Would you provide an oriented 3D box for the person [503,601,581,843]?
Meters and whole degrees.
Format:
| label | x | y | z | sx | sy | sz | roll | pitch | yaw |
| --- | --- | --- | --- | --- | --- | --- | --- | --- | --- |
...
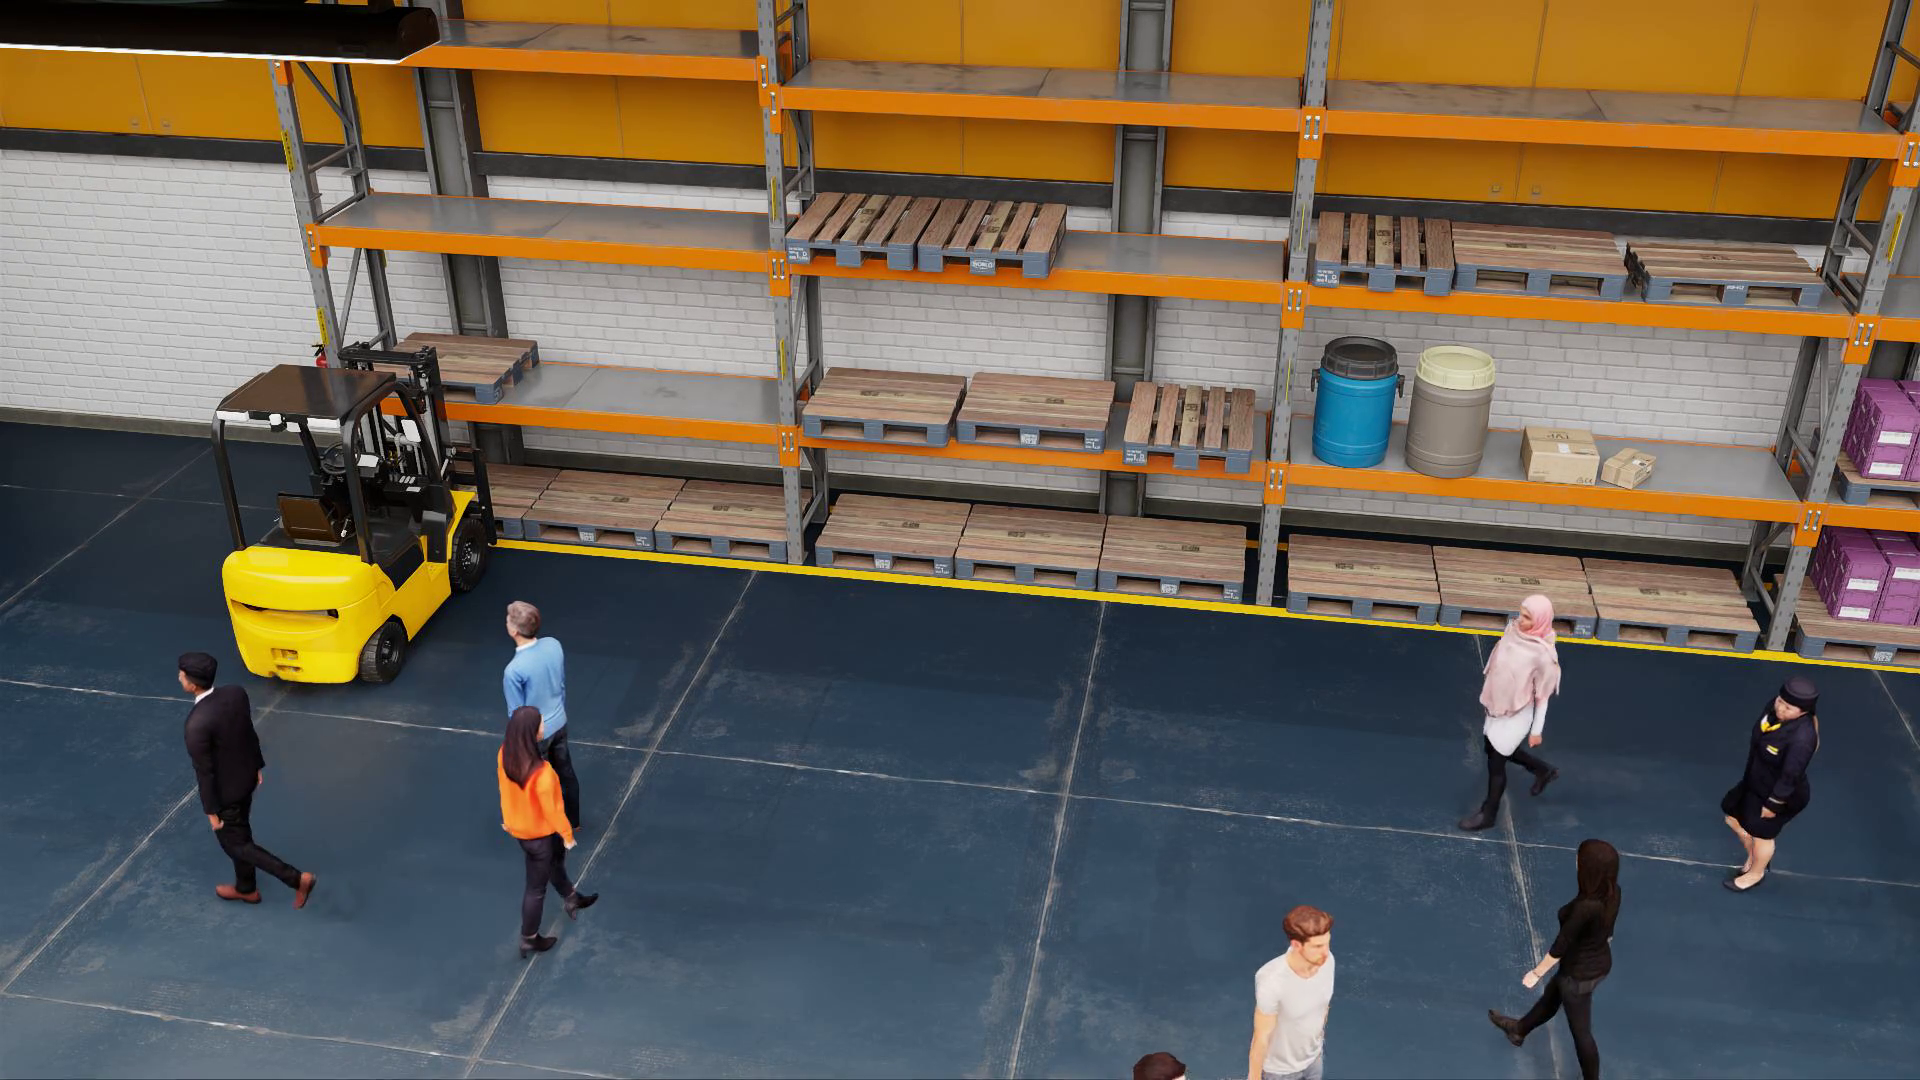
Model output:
| label | x | y | z | sx | sy | sz | roll | pitch | yaw |
| --- | --- | --- | --- | --- | --- | --- | --- | --- | --- |
| person | -2.697 | 1.183 | 10.695 | 0.675 | 1.820 | 0.716 | 14 | 32 | 24 |

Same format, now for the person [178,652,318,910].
| label | x | y | z | sx | sy | sz | roll | pitch | yaw |
| --- | --- | --- | --- | --- | --- | --- | --- | --- | --- |
| person | -4.342 | 1.495 | 10.078 | 0.979 | 1.864 | 0.691 | 5 | 29 | 9 |

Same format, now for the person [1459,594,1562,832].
| label | x | y | z | sx | sy | sz | roll | pitch | yaw |
| --- | --- | --- | --- | --- | --- | --- | --- | --- | --- |
| person | 3.679 | 1.117 | 10.852 | 1.076 | 1.785 | 0.882 | -8 | 30 | -14 |

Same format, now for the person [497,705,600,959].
| label | x | y | z | sx | sy | sz | roll | pitch | yaw |
| --- | --- | --- | --- | --- | --- | --- | --- | --- | --- |
| person | -2.568 | 1.752 | 9.749 | 0.956 | 1.728 | 0.929 | -25 | 37 | -38 |

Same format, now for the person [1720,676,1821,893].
| label | x | y | z | sx | sy | sz | roll | pitch | yaw |
| --- | --- | --- | --- | --- | --- | --- | --- | --- | --- |
| person | 5.072 | 1.535 | 10.220 | 0.672 | 1.658 | 0.742 | 3 | 29 | 6 |

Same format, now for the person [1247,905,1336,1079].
| label | x | y | z | sx | sy | sz | roll | pitch | yaw |
| --- | --- | --- | --- | --- | --- | --- | --- | --- | --- |
| person | 1.549 | 2.507 | 8.204 | 0.979 | 1.882 | 1.045 | -20 | 34 | -32 |

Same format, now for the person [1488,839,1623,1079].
| label | x | y | z | sx | sy | sz | roll | pitch | yaw |
| --- | --- | --- | --- | --- | --- | --- | --- | --- | --- |
| person | 3.365 | 2.331 | 8.803 | 0.945 | 1.617 | 1.072 | -25 | 38 | -38 |
